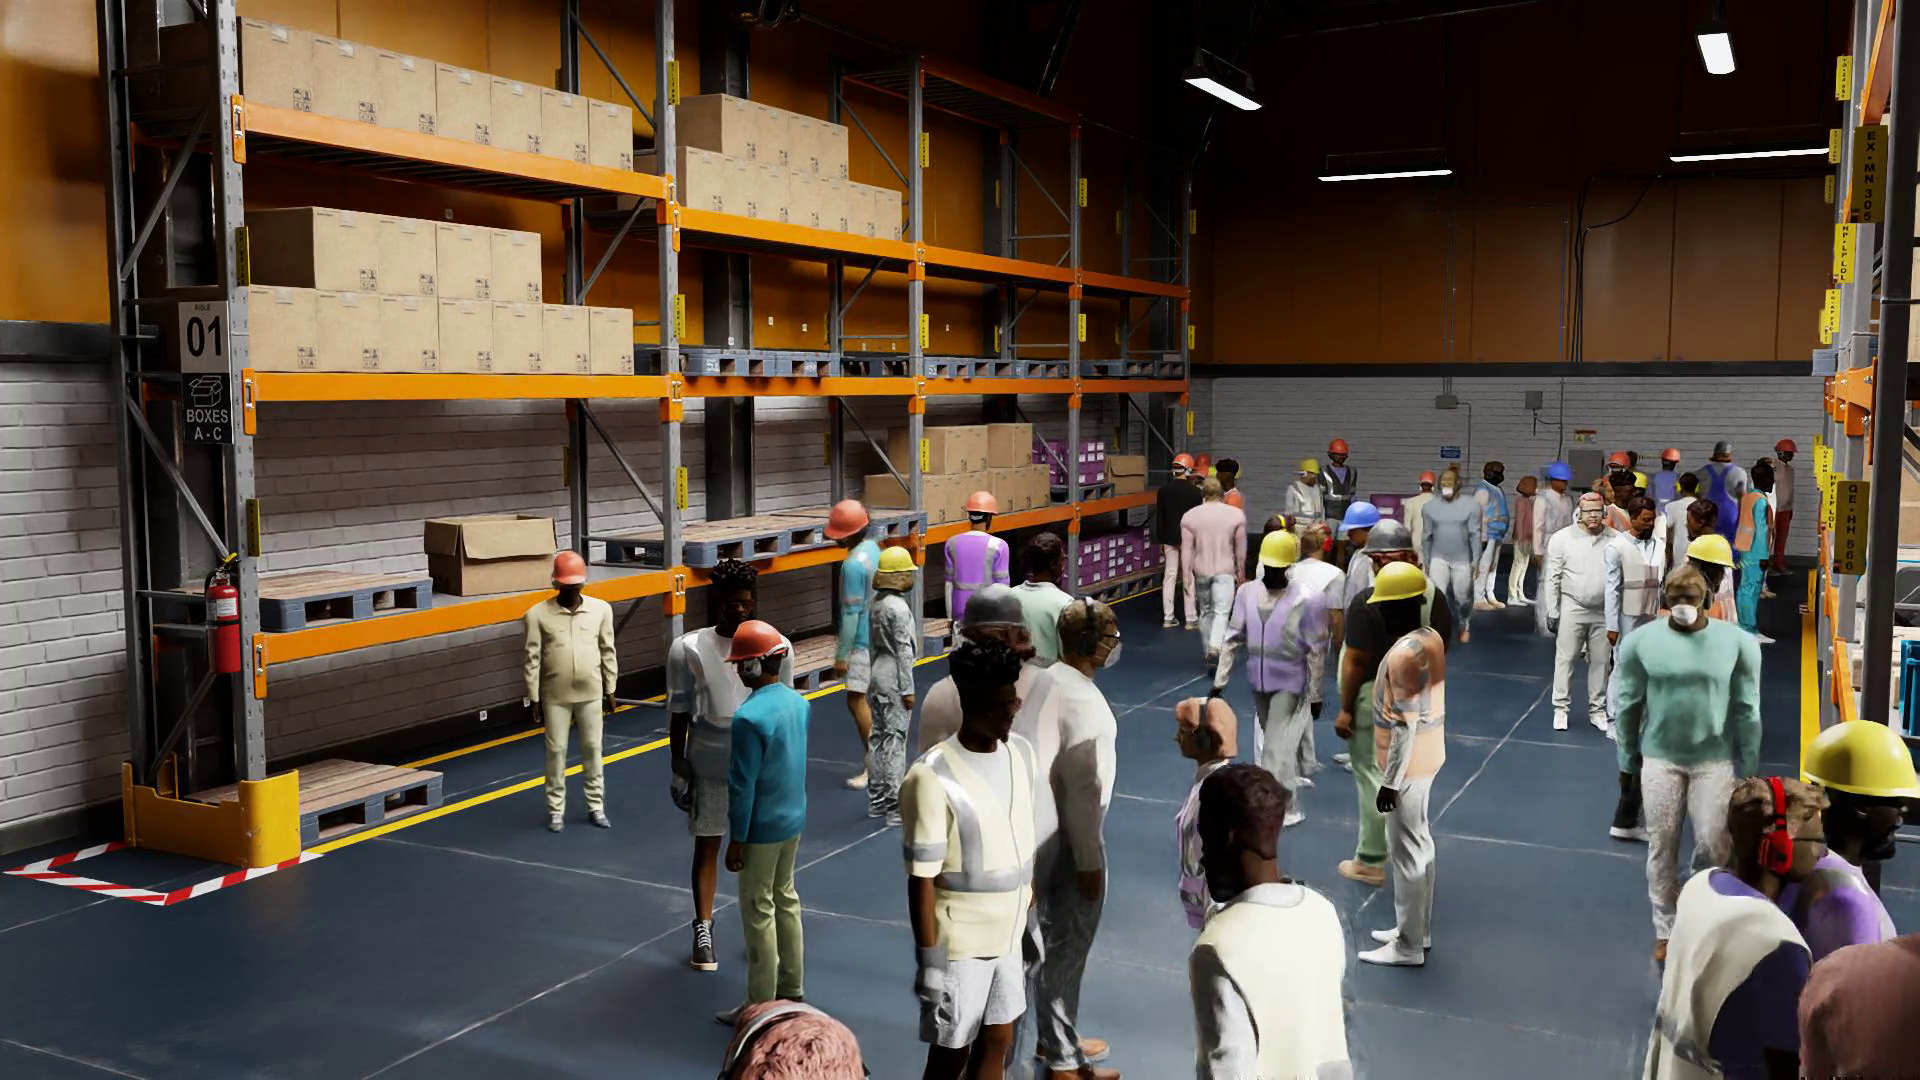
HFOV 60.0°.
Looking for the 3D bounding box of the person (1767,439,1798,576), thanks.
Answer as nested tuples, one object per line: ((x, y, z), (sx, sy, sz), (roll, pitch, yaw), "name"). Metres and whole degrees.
((11.838, -0.464, 23.991), (0.618, 1.986, 0.407), (-3, 6, -29), "person")

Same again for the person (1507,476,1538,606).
((7.050, 0.010, 20.782), (0.290, 1.629, 0.499), (4, 6, 35), "person")

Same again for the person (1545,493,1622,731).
((4.992, 0.574, 13.220), (0.651, 1.906, 0.403), (0, 5, 3), "person")

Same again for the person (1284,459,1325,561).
((4.461, -0.150, 21.533), (0.613, 1.804, 0.466), (-3, 6, -29), "person")

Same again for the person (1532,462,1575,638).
((6.460, 0.113, 18.029), (0.649, 1.928, 0.484), (-3, 6, -30), "person")

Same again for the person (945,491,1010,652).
((0.150, 0.580, 13.078), (0.548, 1.925, 0.392), (2, 6, 24), "person")

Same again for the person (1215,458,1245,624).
((2.920, 0.089, 18.116), (0.361, 1.964, 0.616), (0, 5, 4), "person")

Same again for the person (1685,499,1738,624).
((5.572, 0.649, 12.415), (0.405, 1.909, 0.597), (5, 7, 42), "person")

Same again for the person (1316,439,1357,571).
((5.041, -0.332, 22.233), (0.608, 2.044, 0.370), (-2, 6, -18), "person")

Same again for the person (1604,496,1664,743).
((5.201, 0.609, 12.849), (0.598, 1.908, 0.402), (-3, 6, -30), "person")

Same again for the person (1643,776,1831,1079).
((1.952, 1.474, 4.171), (1.000, 1.793, 0.588), (1, 5, 8), "person")

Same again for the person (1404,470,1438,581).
((5.633, 0.018, 20.108), (0.564, 1.730, 0.714), (3, 6, 33), "person")

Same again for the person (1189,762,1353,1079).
((0.605, 1.461, 3.854), (0.786, 1.868, 0.689), (4, 6, 35), "person")

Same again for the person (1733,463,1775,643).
((8.528, 0.137, 17.851), (0.392, 1.920, 0.587), (1, 5, 11), "person")

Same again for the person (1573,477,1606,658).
((6.327, 0.295, 16.582), (0.388, 1.837, 0.564), (-2, 6, -20), "person")

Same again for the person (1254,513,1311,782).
((2.212, 0.751, 11.487), (0.328, 1.875, 0.513), (-1, 5, -12), "person")

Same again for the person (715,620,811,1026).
((-0.860, 1.215, 7.220), (0.354, 1.738, 0.574), (2, 6, 20), "person")

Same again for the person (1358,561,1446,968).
((2.108, 1.058, 7.916), (0.371, 1.923, 0.586), (3, 6, 26), "person")

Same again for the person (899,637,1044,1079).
((0.057, 1.277, 5.421), (0.376, 1.958, 0.608), (4, 7, 39), "person")

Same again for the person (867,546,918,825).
((-0.408, 0.910, 10.466), (0.299, 1.745, 0.483), (-3, 6, -26), "person")

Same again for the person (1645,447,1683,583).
((9.621, -0.305, 22.699), (0.541, 1.915, 0.617), (3, 6, 28), "person")

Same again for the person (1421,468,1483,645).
((5.063, 0.210, 17.123), (0.632, 1.914, 0.764), (2, 6, 25), "person")

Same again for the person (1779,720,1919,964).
((2.215, 1.406, 4.236), (0.391, 1.918, 0.591), (1, 6, 15), "person")

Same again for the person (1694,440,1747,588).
((10.301, -0.353, 22.474), (0.697, 2.000, 0.718), (4, 7, 38), "person")

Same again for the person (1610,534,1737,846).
((4.357, 0.902, 9.911), (0.816, 1.872, 0.599), (-1, 5, -9), "person")

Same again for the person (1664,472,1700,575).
((7.880, 0.175, 18.036), (0.482, 1.820, 0.960), (2, 6, 20), "person")

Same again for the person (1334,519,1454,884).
((2.356, 0.877, 9.237), (0.688, 2.000, 0.541), (-3, 6, -30), "person")

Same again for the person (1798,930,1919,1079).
((2.021, 1.514, 3.439), (0.643, 1.860, 0.938), (5, 7, 42), "person")

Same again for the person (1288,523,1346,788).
((2.369, 0.791, 11.510), (0.675, 1.804, 0.583), (-3, 6, -30), "person")

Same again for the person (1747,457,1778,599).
((10.316, -0.150, 21.408), (0.514, 1.842, 0.356), (-4, 6, -34), "person")

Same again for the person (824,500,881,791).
((-0.667, 0.701, 11.486), (0.393, 1.994, 0.763), (1, 5, 14), "person")

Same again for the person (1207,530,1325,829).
((1.829, 0.883, 10.004), (0.922, 1.874, 0.612), (-5, 7, -41), "person")

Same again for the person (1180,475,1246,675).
((2.408, 0.328, 15.923), (0.619, 1.907, 0.950), (2, 6, 17), "person")

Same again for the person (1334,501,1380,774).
((2.882, 0.689, 11.825), (0.417, 1.938, 0.613), (0, 5, 1), "person")

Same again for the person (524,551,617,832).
((-2.398, 0.931, 10.276), (0.573, 1.739, 0.355), (-2, 6, -25), "person")

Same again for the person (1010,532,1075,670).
((0.461, 0.915, 9.480), (0.391, 1.920, 0.587), (-5, 7, -43), "person")

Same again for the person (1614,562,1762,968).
((3.459, 1.056, 7.927), (0.655, 1.923, 0.518), (2, 6, 25), "person")

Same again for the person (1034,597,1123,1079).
((0.453, 1.183, 6.538), (0.362, 1.933, 0.630), (0, 5, -4), "person")

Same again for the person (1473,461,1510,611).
((6.503, -0.052, 20.378), (0.430, 1.836, 0.619), (4, 6, 34), "person")

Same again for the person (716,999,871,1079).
((-0.236, 1.592, 2.348), (0.660, 1.893, 0.400), (-4, 7, -37), "person")

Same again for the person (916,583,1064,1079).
((0.131, 1.147, 6.339), (0.724, 2.000, 0.594), (-2, 6, -24), "person")

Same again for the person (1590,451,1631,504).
((7.684, -0.047, 19.501), (0.408, 1.984, 0.615), (-5, 7, -44), "person")

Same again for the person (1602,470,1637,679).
((6.187, 0.317, 15.657), (0.368, 1.967, 0.600), (5, 7, 44), "person")

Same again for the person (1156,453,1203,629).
((2.511, 0.014, 18.801), (0.608, 1.989, 0.387), (4, 7, 37), "person")

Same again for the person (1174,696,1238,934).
((0.935, 1.379, 6.052), (0.327, 1.630, 0.521), (1, 5, 9), "person")

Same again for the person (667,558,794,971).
((-1.068, 1.052, 7.838), (0.611, 1.958, 0.368), (-1, 5, -14), "person")
